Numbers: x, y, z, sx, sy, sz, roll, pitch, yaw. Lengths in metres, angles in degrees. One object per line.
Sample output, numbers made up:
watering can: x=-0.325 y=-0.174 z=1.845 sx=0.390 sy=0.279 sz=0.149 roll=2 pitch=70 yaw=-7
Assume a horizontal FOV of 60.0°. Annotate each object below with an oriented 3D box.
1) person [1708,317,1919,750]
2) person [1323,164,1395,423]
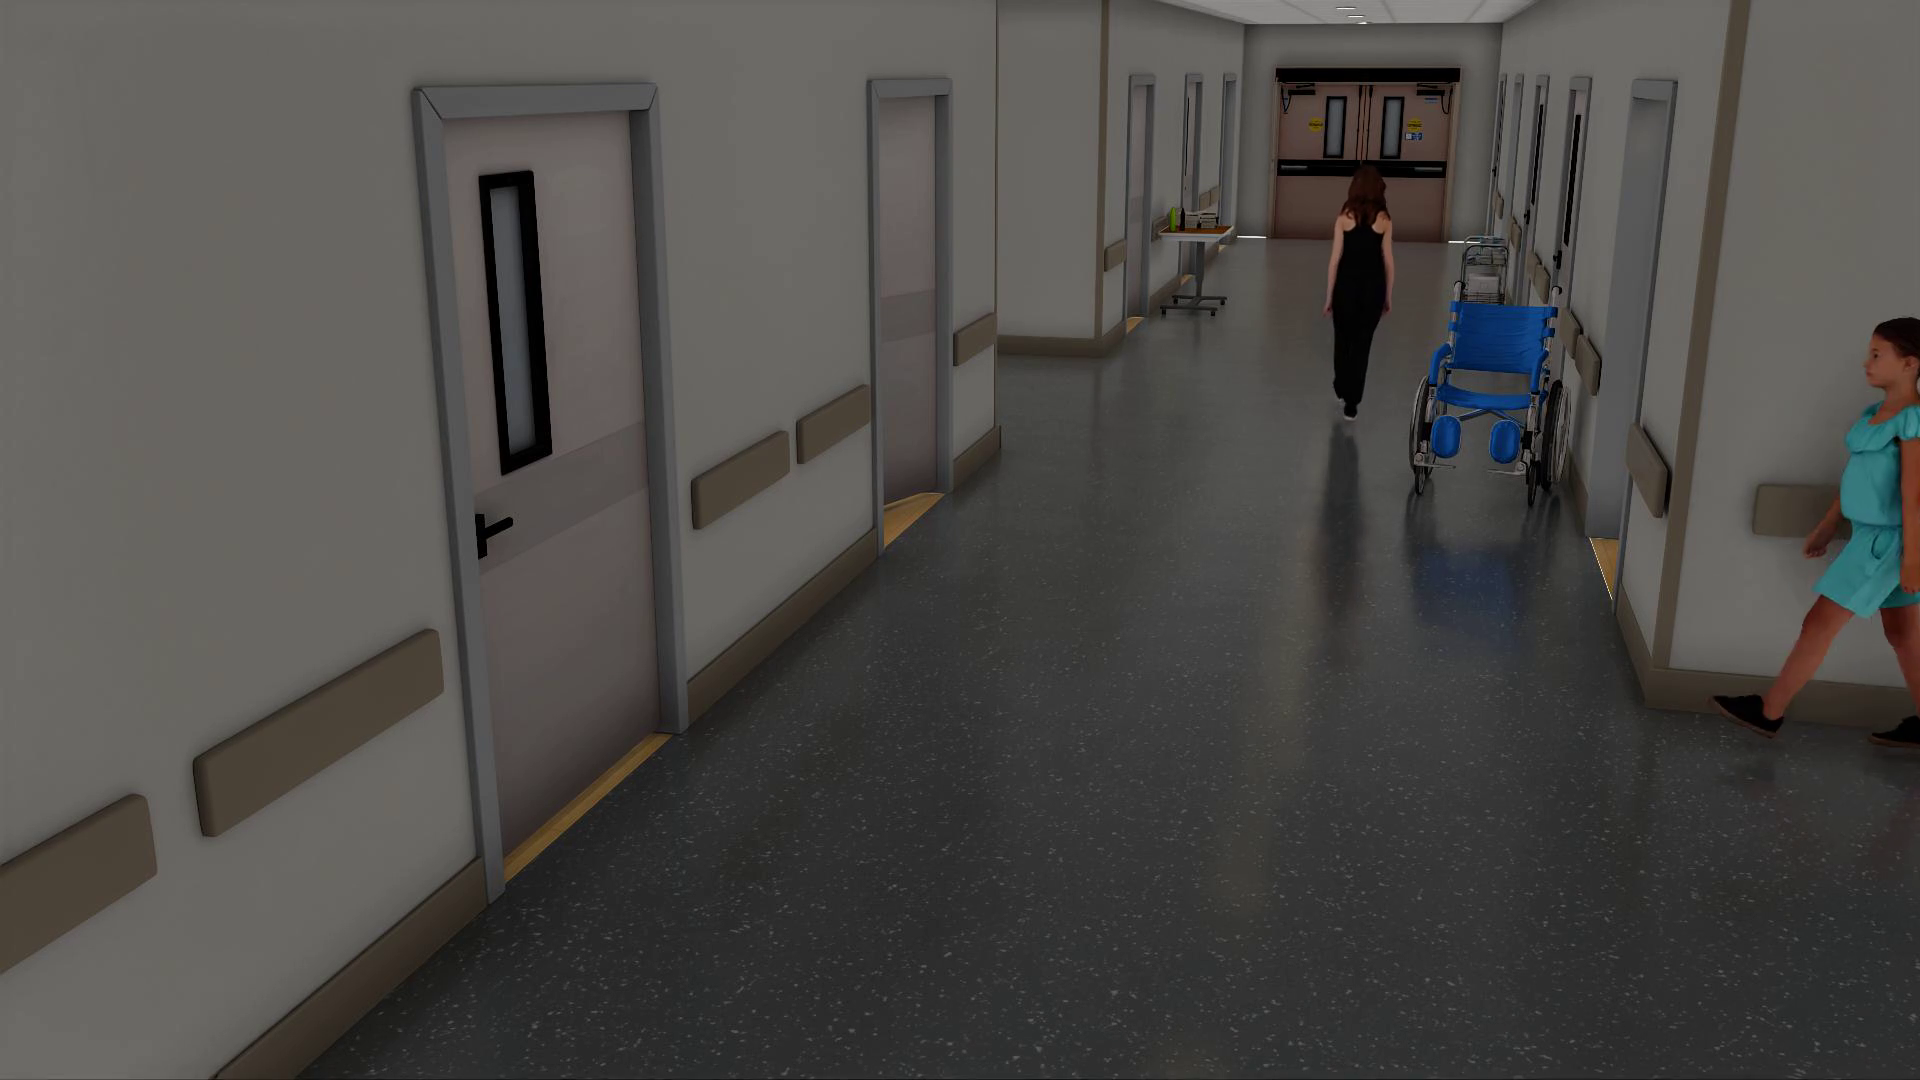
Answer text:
person: x=3.260 y=0.031 z=5.729 sx=0.654 sy=1.514 sz=0.971 roll=5 pitch=17 yaw=18
person: x=2.718 y=-1.649 z=11.330 sx=0.638 sy=1.709 sz=1.055 roll=3 pitch=16 yaw=12
